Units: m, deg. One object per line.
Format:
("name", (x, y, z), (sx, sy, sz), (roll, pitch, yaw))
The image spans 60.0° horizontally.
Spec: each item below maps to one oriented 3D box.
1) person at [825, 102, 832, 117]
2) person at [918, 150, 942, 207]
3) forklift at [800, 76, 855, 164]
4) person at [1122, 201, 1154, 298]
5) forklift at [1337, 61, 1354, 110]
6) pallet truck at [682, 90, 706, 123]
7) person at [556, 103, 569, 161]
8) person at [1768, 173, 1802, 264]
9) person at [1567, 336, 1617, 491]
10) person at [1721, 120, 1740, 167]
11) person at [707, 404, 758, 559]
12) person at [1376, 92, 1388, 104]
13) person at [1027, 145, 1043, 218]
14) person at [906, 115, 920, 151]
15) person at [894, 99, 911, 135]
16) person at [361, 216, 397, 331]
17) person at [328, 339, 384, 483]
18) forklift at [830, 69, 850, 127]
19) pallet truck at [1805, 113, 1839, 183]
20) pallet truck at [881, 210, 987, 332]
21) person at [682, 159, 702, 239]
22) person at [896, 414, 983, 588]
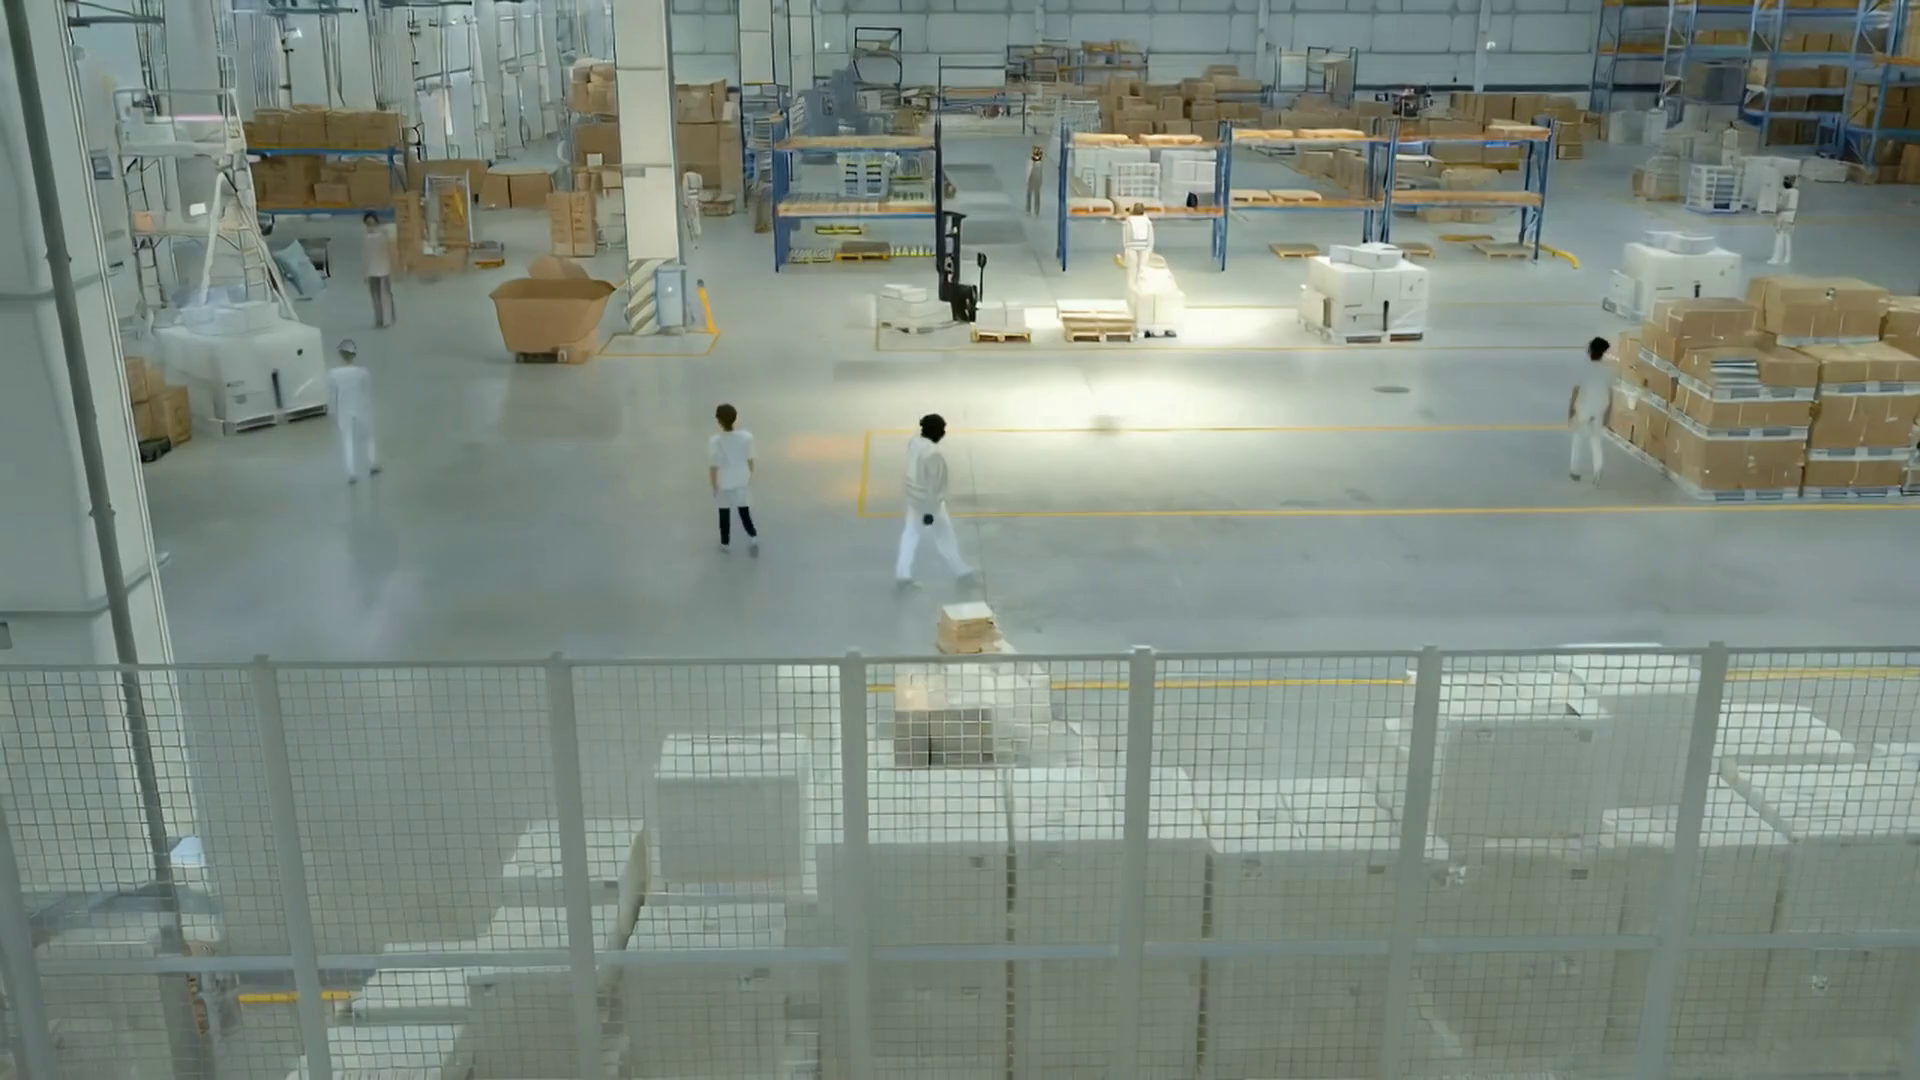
("person", (-4.676, -15.149, 60.723), (0.522, 1.639, 0.306), (-2, 19, -6))
("person", (-0.828, -9.757, 44.346), (0.642, 1.903, 0.982), (7, 20, 21))
("forklift", (-4.427, -14.116, 55.747), (1.129, 2.768, 1.873), (10, 21, 28))
("person", (3.414, -5.591, 32.059), (0.624, 1.844, 0.430), (-4, 19, -12))
("forklift", (15.197, -17.540, 65.905), (1.873, 2.768, 1.129), (-1, 19, -2))
("pallet truck", (-9.671, -15.907, 62.421), (0.823, 1.965, 1.885), (5, 19, 15))
("person", (-13.450, -13.775, 56.213), (0.384, 1.932, 0.549), (-3, 19, -8))
("person", (17.808, -6.923, 35.887), (0.539, 1.929, 0.392), (-5, 19, -14))
("person", (7.596, -1.525, 20.006), (0.524, 1.844, 0.820), (3, 19, 9))
("person", (24.150, -12.297, 52.176), (0.535, 1.697, 0.318), (7, 20, 20))
("person", (-2.375, -0.604, 17.508), (0.539, 1.679, 0.630), (-10, 21, -27))
("person", (15.644, -15.696, 61.955), (0.595, 1.900, 0.754), (-5, 19, -15))
("person", (1.932, -9.228, 42.841), (0.517, 1.843, 0.325), (-14, 23, -35))
("person", (-1.499, -12.757, 53.467), (0.494, 1.743, 0.307), (-6, 19, -17))
("person", (-1.989, -14.332, 57.847), (0.629, 1.936, 0.373), (1, 19, 3))
("person", (-10.202, -4.659, 29.093), (0.413, 1.982, 0.648), (9, 21, 24))
("person", (-7.416, -1.600, 20.370), (0.537, 1.744, 0.702), (-1, 19, -3))
("forklift", (-4.282, -15.366, 59.455), (1.873, 2.768, 1.129), (-10, 21, -28))
("pallet truck", (26.403, -11.957, 50.702), (0.823, 1.965, 1.885), (6, 19, 16))
("pallet truck", (-0.493, -4.759, 29.349), (1.885, 1.965, 0.823), (-13, 23, -34))
("person", (-6.410, -8.088, 39.429), (0.755, 1.858, 0.617), (16, 24, 39))
("person", (-0.238, -0.398, 16.710), (0.933, 1.793, 0.644), (-8, 20, -21))
